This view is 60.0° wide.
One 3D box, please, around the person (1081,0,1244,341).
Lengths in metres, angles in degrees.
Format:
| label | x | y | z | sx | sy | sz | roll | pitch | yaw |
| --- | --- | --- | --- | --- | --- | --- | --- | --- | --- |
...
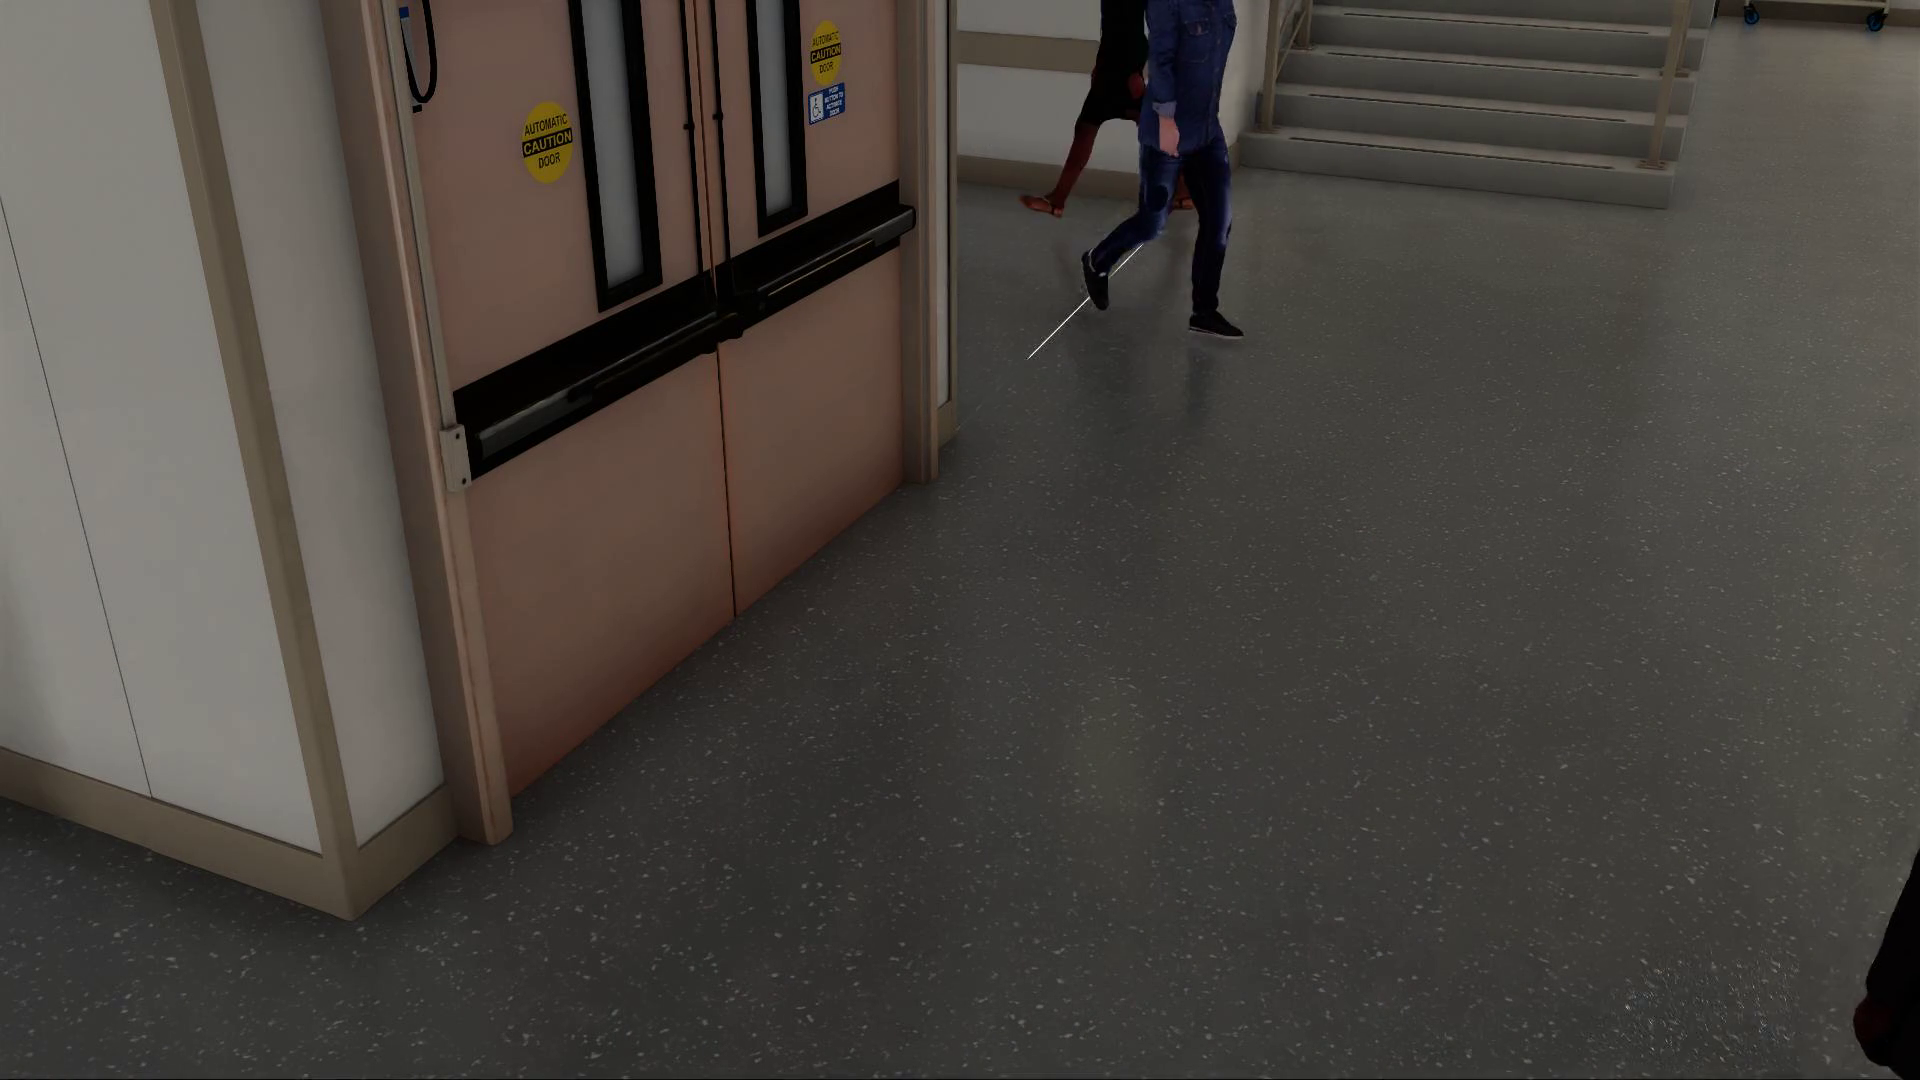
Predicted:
| label | x | y | z | sx | sy | sz | roll | pitch | yaw |
| --- | --- | --- | --- | --- | --- | --- | --- | --- | --- |
| person | 0.909 | -1.778 | 7.320 | 1.120 | 1.799 | 1.012 | -23 | 34 | -39 |

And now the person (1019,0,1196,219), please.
| label | x | y | z | sx | sy | sz | roll | pitch | yaw |
| --- | --- | --- | --- | --- | --- | --- | --- | --- | --- |
| person | 0.967 | -2.537 | 9.046 | 1.044 | 1.667 | 1.236 | 0 | 26 | 1 |
